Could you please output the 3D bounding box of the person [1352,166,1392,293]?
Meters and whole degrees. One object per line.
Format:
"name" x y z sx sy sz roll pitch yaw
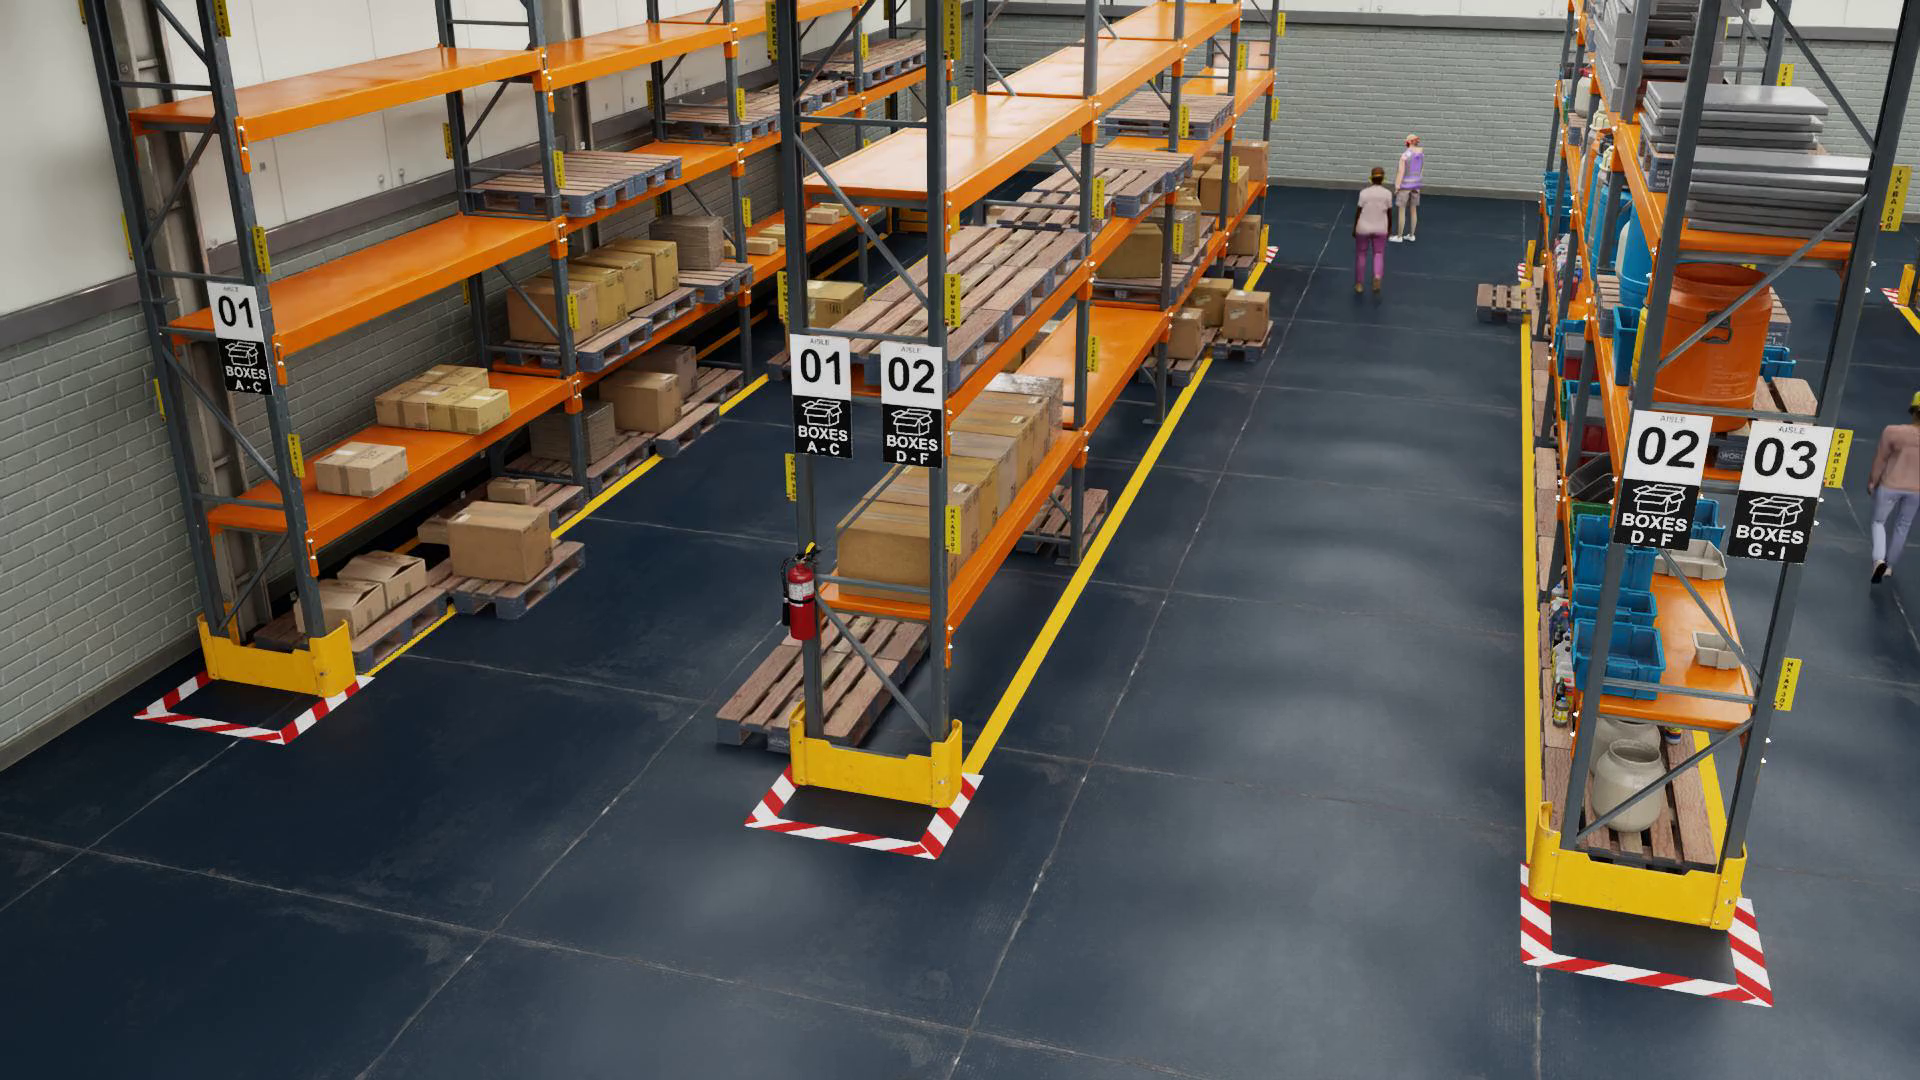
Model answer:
"person" 5.766 -4.315 23.275 0.525 1.784 0.621 3 24 7

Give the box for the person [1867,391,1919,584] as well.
"person" 8.121 -0.436 14.317 0.524 1.753 0.637 8 25 18

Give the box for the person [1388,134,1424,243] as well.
"person" 7.062 -5.533 26.209 0.490 1.689 0.348 -12 26 -25
